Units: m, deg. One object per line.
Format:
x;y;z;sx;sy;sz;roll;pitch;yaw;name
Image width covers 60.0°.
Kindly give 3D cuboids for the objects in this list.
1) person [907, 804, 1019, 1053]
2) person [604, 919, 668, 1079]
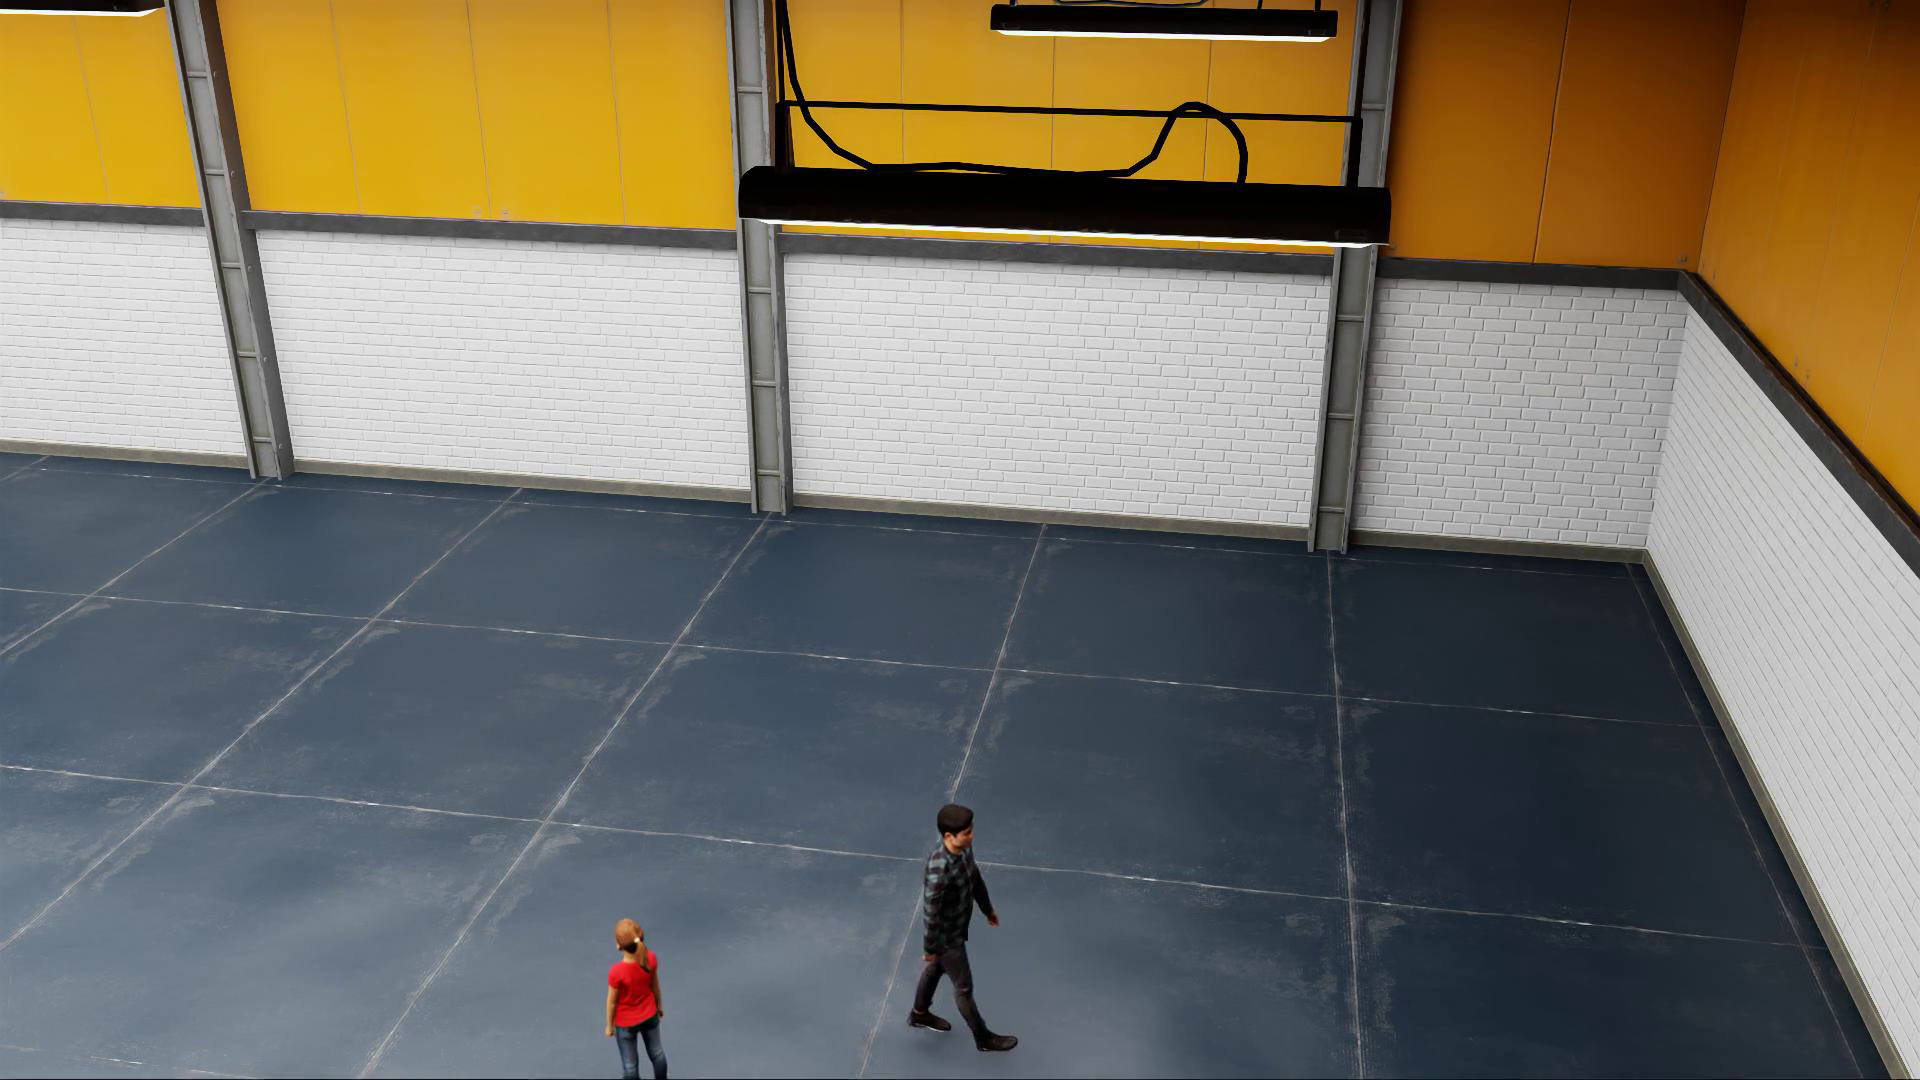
-0.139;2.292;10.012;0.963;1.685;0.708;6;24;12;person
-1.859;2.763;9.613;0.591;1.307;0.640;-19;30;-37;person
